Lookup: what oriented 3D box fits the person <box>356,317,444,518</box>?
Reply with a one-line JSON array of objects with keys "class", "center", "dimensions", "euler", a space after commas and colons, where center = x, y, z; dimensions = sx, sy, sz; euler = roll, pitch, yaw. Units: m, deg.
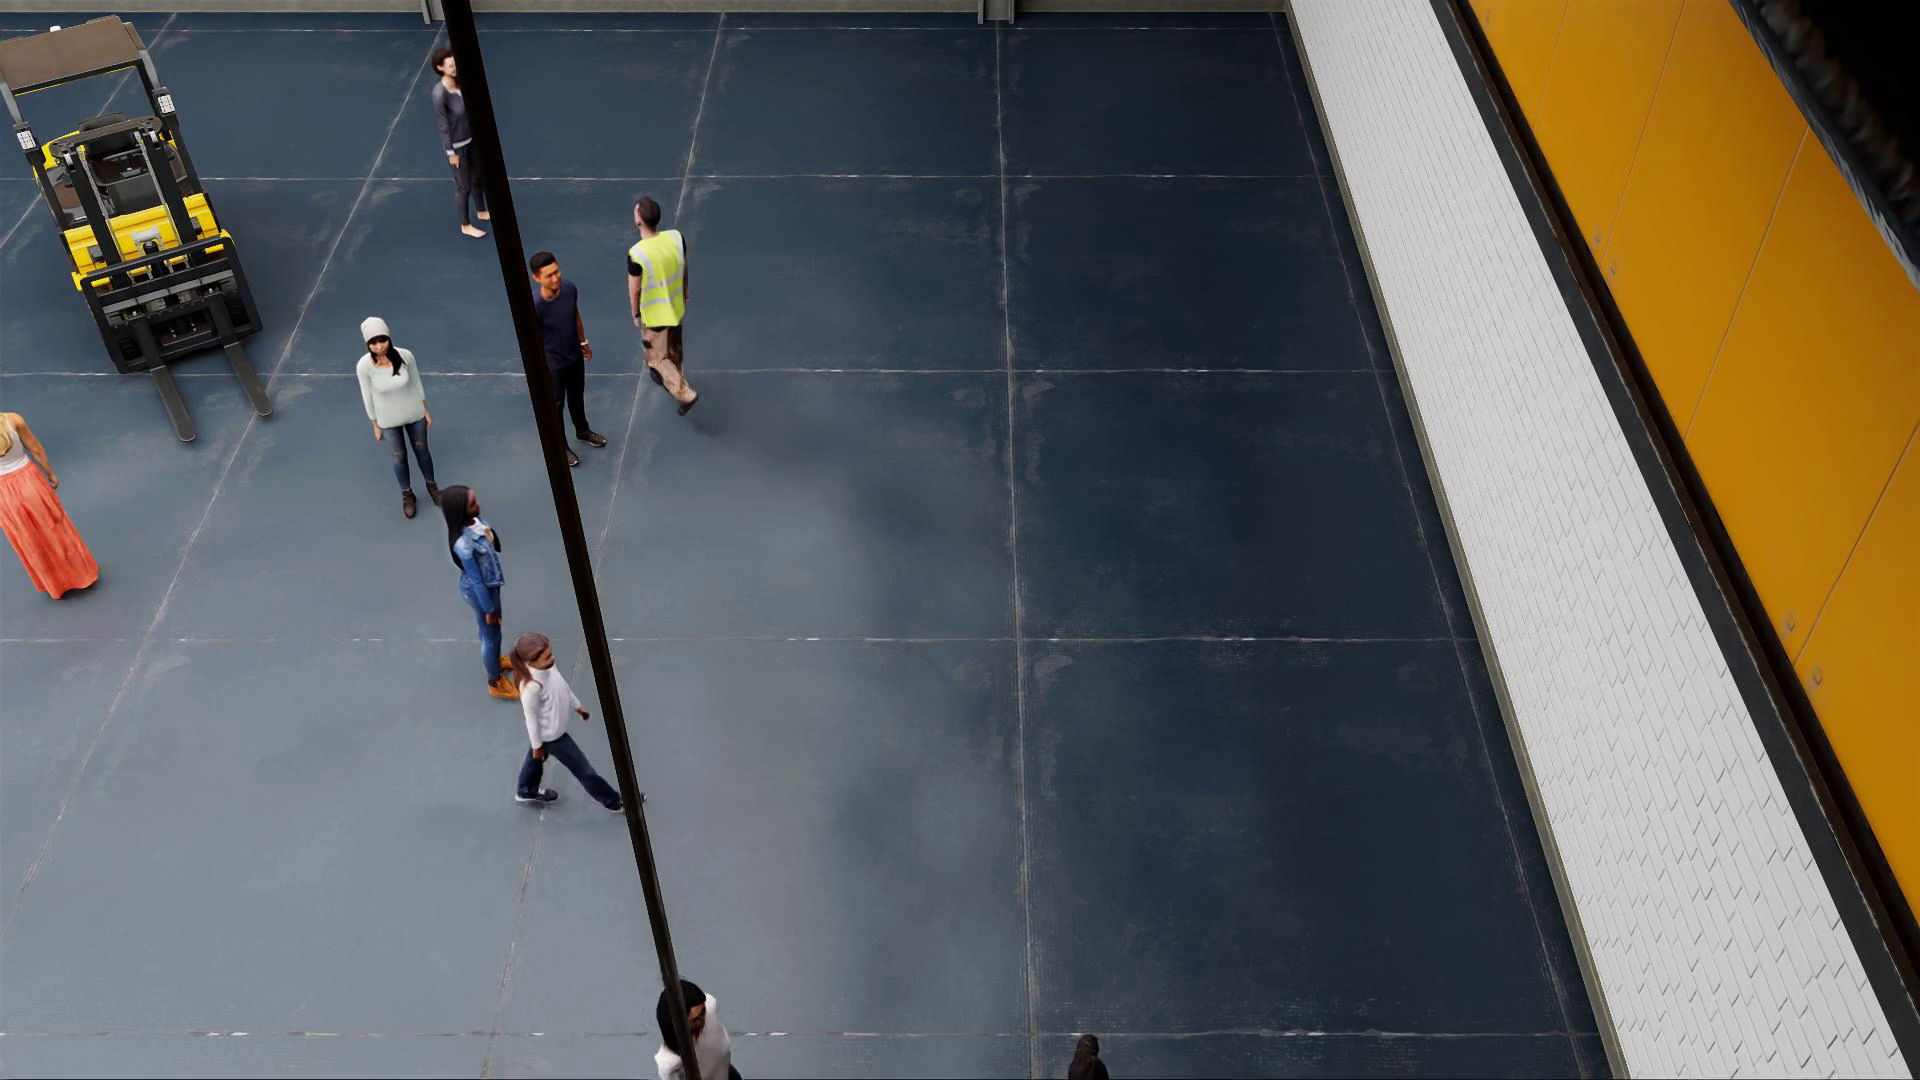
[{"class": "person", "center": [-4.008, -0.892, 11.896], "dimensions": [0.593, 1.645, 0.704], "euler": [-21, 47, -20]}]

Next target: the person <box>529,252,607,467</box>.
[{"class": "person", "center": [-2.957, -1.370, 12.290], "dimensions": [0.742, 1.793, 0.718], "euler": [28, 50, 26]}]

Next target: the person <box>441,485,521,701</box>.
[{"class": "person", "center": [-3.042, 0.310, 10.586], "dimensions": [0.608, 1.711, 0.659], "euler": [-10, 44, -10]}]

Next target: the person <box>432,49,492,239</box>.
[{"class": "person", "center": [-4.368, -3.485, 14.530], "dimensions": [0.635, 1.765, 0.663], "euler": [14, 45, 14]}]

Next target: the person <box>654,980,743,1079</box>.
[{"class": "person", "center": [-1.351, 2.631, 8.178], "dimensions": [1.041, 1.671, 0.894], "euler": [21, 48, 21]}]

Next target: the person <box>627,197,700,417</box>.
[{"class": "person", "center": [-2.240, -1.748, 12.659], "dimensions": [1.128, 1.831, 1.053], "euler": [32, 52, 29]}]

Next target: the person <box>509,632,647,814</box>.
[{"class": "person", "center": [-2.521, 1.110, 9.893], "dimensions": [1.062, 1.509, 0.532], "euler": [1, 44, 1]}]

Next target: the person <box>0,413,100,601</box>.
[{"class": "person", "center": [-6.318, -0.319, 11.180], "dimensions": [0.681, 1.803, 0.781], "euler": [-22, 48, -21]}]
